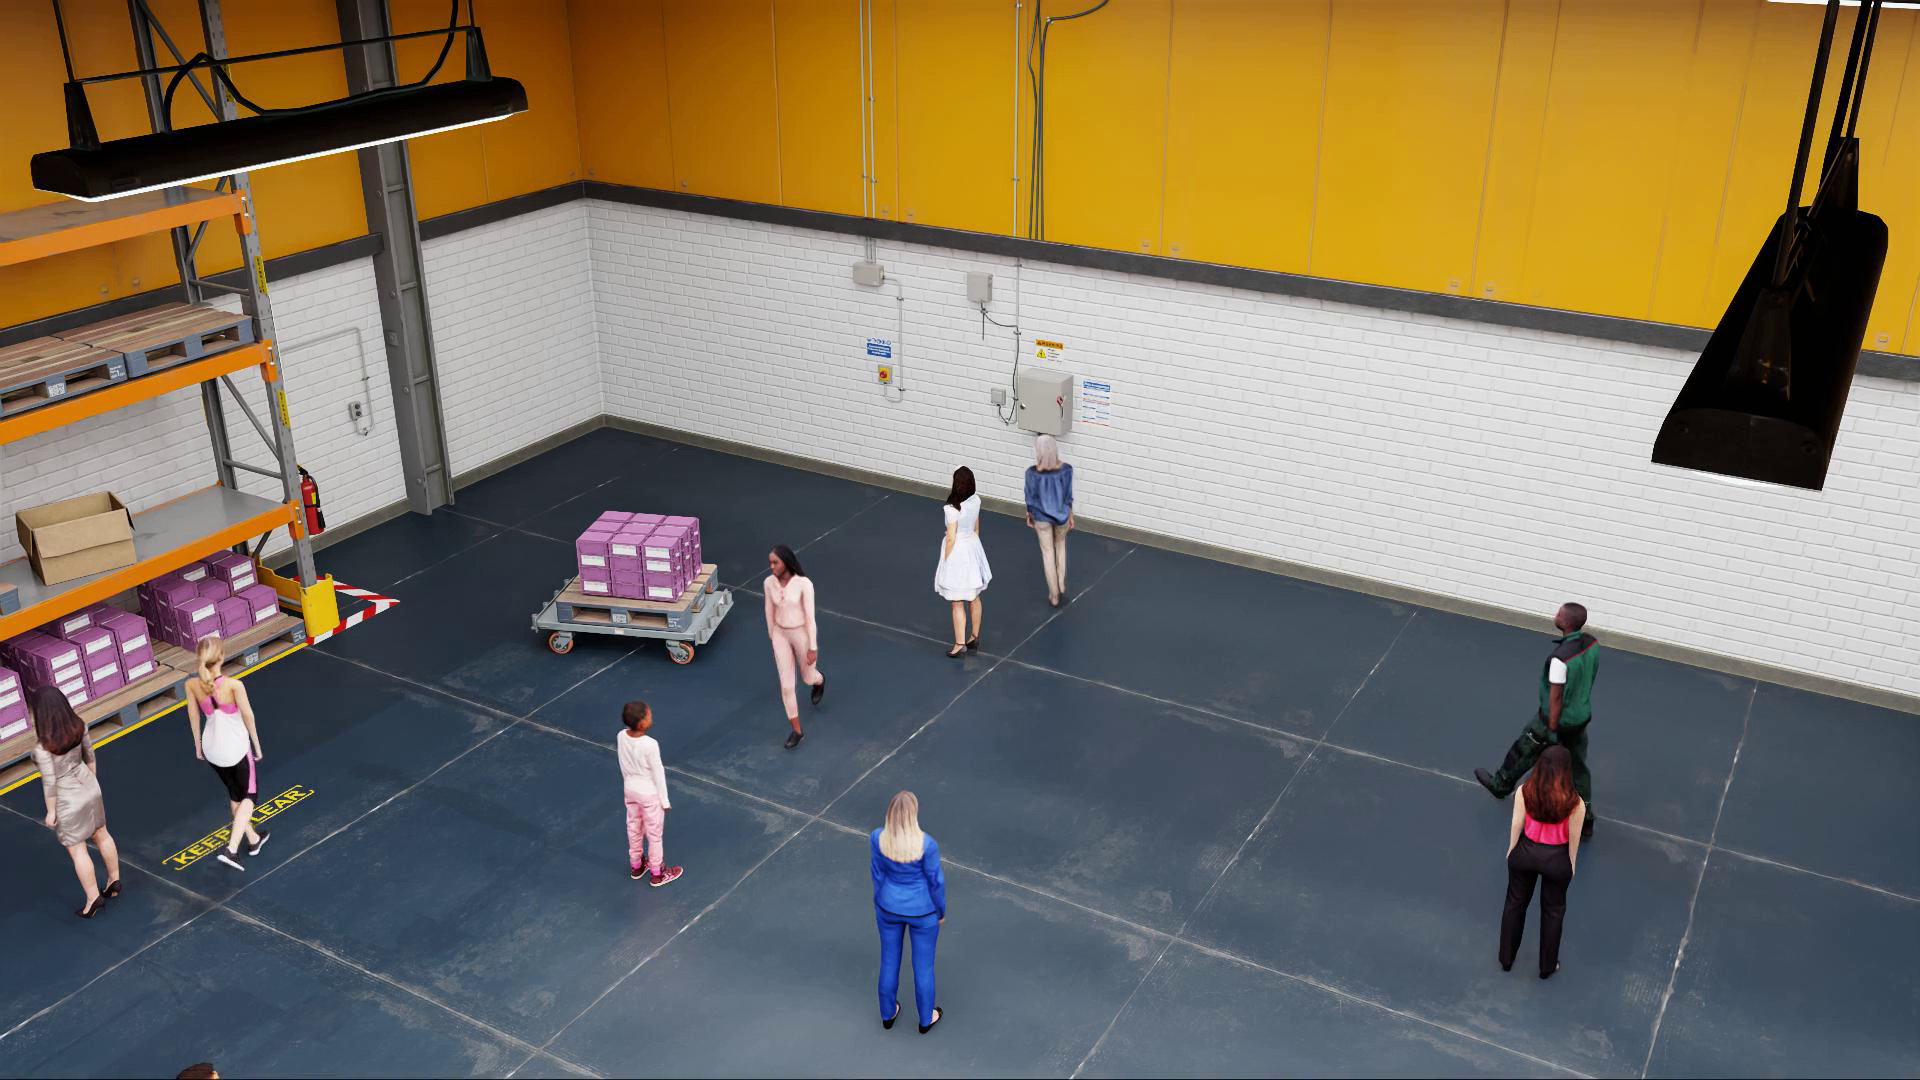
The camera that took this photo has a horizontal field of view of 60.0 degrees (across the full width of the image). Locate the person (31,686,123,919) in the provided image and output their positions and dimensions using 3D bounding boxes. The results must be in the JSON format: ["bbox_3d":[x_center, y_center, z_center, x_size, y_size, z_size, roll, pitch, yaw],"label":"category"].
[{"bbox_3d":[-5.991,1.765,11.263,0.696,1.746,0.525,7,25,16],"label":"person"}]

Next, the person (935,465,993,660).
[{"bbox_3d":[0.025,0.197,14.762,0.832,1.817,0.744,21,31,40],"label":"person"}]

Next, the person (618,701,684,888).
[{"bbox_3d":[-2.220,1.754,11.665,0.548,1.444,0.500,15,28,30],"label":"person"}]

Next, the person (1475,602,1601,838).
[{"bbox_3d":[4.493,1.347,12.178,1.230,1.778,1.075,-16,28,-33],"label":"person"}]

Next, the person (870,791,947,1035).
[{"bbox_3d":[-0.324,2.271,10.160,0.666,1.701,0.632,7,24,15],"label":"person"}]

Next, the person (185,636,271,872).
[{"bbox_3d":[-5.203,1.548,11.728,0.876,1.770,1.040,1,24,2],"label":"person"}]

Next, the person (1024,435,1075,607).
[{"bbox_3d":[0.872,-0.153,15.737,0.782,1.676,0.834,-2,24,-5],"label":"person"}]

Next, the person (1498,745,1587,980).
[{"bbox_3d":[3.741,2.060,10.694,0.589,1.660,0.519,12,26,25],"label":"person"}]

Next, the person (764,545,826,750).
[{"bbox_3d":[-1.303,0.807,13.519,0.774,1.693,1.116,7,25,15],"label":"person"}]
